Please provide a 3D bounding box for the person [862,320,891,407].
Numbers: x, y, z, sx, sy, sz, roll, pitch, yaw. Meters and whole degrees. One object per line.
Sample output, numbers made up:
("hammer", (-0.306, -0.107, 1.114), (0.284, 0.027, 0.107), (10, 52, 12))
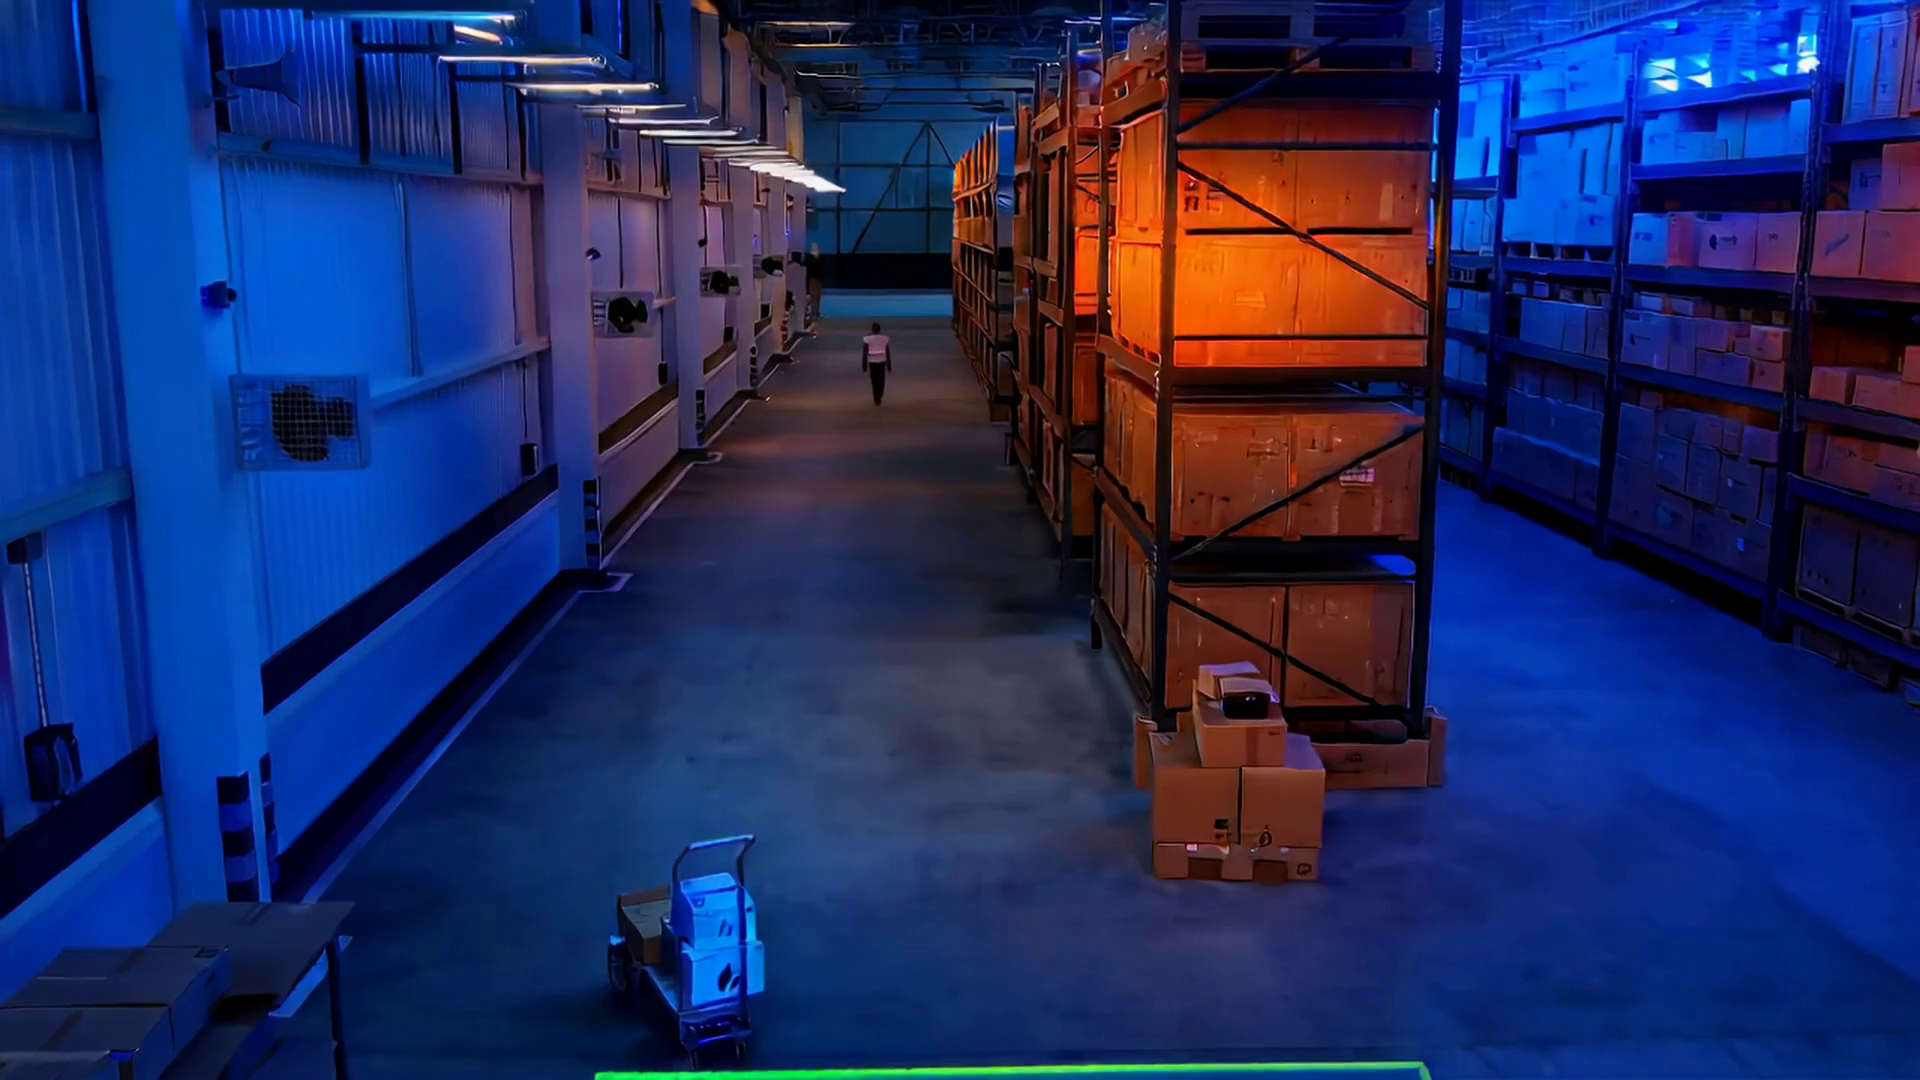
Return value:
("person", (-1.851, -3.891, 36.646), (0.630, 1.895, 0.692), (-2, 11, -12))
